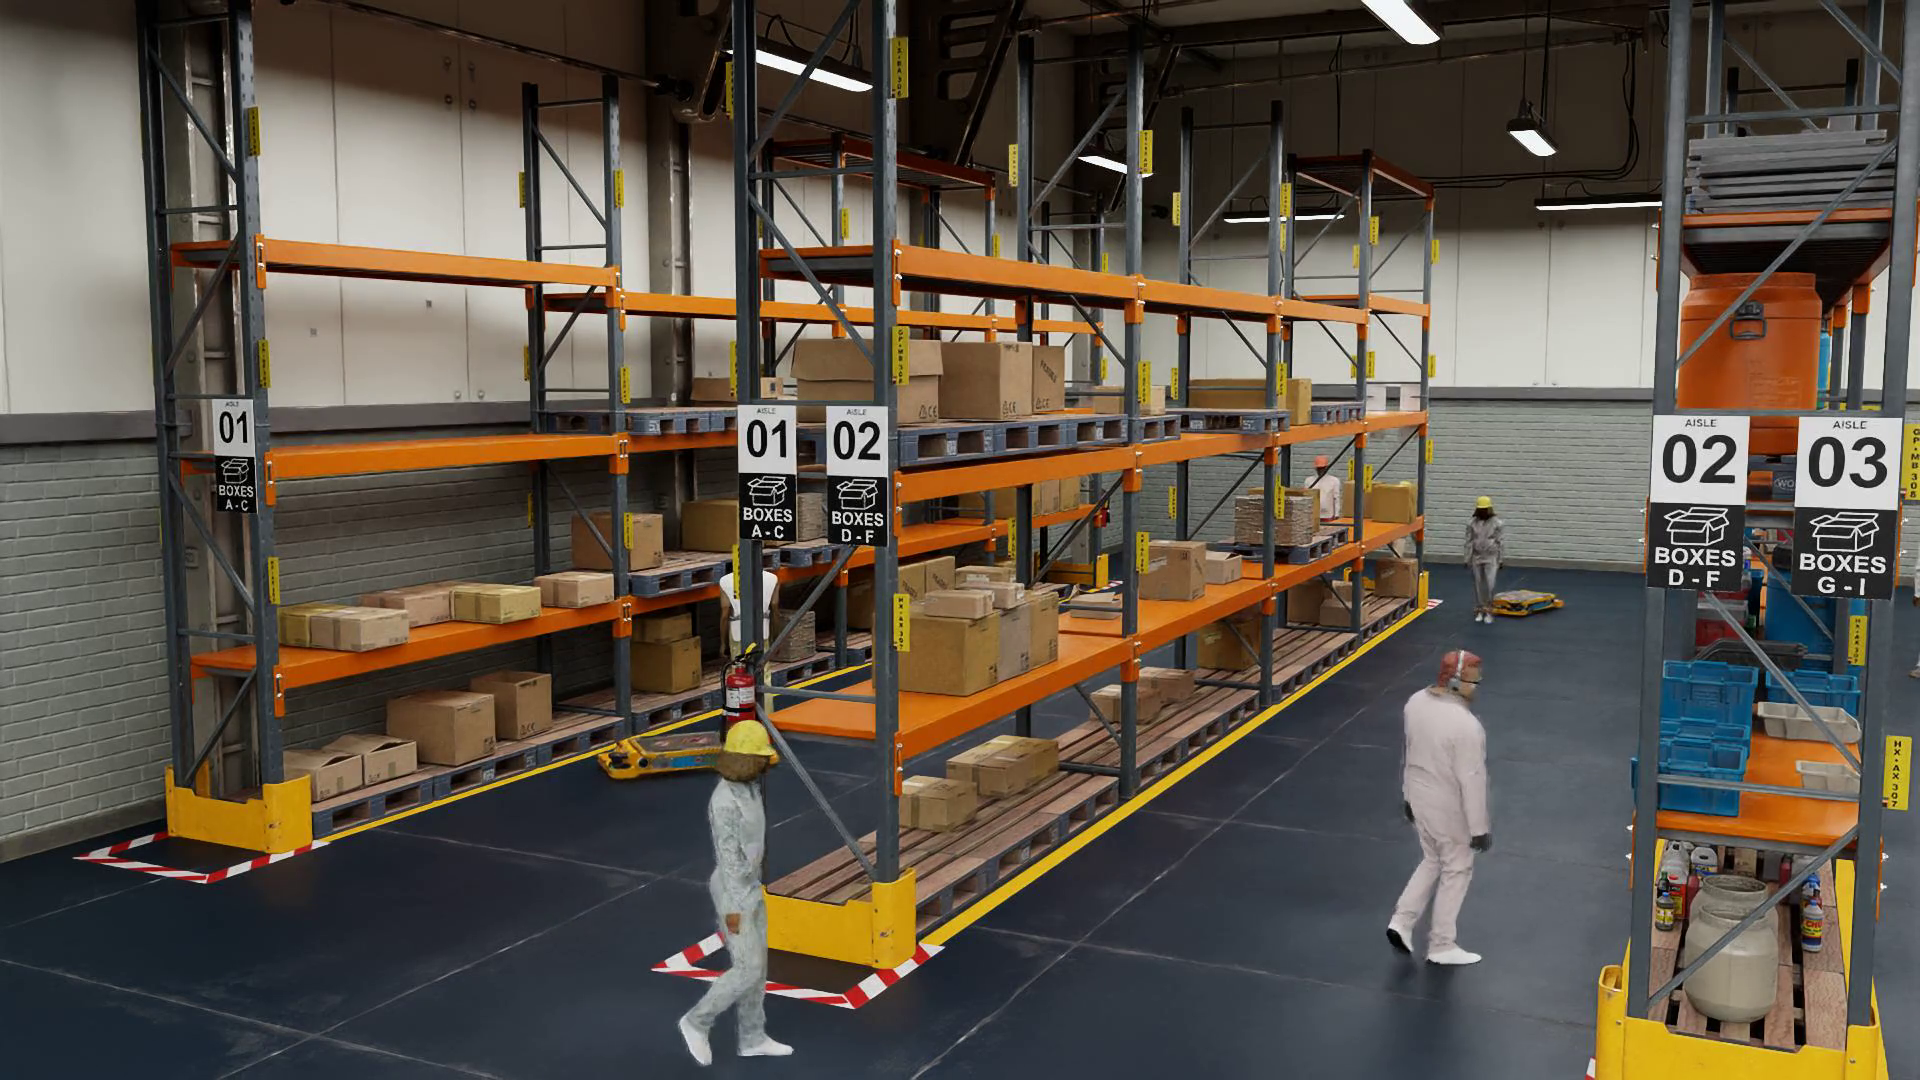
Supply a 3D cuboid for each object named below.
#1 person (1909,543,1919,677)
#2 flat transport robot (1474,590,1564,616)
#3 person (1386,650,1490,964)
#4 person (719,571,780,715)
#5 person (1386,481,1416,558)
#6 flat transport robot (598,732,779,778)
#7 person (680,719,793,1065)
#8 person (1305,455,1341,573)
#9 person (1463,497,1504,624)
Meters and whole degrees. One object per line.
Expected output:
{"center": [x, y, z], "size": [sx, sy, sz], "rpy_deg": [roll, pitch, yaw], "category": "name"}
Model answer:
{"center": [10.808, 0.609, 18.333], "size": [0.356, 1.883, 0.574], "rpy_deg": [-4, 7, -36], "category": "person"}
{"center": [7.893, 0.879, 23.455], "size": [0.652, 0.197, 1.431], "rpy_deg": [6, 8, 44], "category": "flat transport robot"}
{"center": [2.736, 1.532, 9.450], "size": [0.550, 1.870, 0.691], "rpy_deg": [-2, 6, -19], "category": "person"}
{"center": [-1.942, 0.932, 15.380], "size": [0.570, 1.840, 0.372], "rpy_deg": [-2, 6, -21], "category": "person"}
{"center": [6.640, -0.032, 25.275], "size": [0.477, 1.733, 0.529], "rpy_deg": [-4, 7, -32], "category": "person"}
{"center": [-2.335, 1.822, 14.283], "size": [1.431, 0.197, 0.652], "rpy_deg": [-2, 6, -22], "category": "flat transport robot"}
{"center": [-1.104, 1.729, 8.151], "size": [0.436, 1.734, 0.512], "rpy_deg": [1, 6, 13], "category": "person"}
{"center": [6.063, -0.430, 27.903], "size": [0.616, 1.992, 0.393], "rpy_deg": [2, 6, 20], "category": "person"}
{"center": [7.025, 0.277, 22.366], "size": [0.504, 1.711, 0.773], "rpy_deg": [3, 7, 27], "category": "person"}
